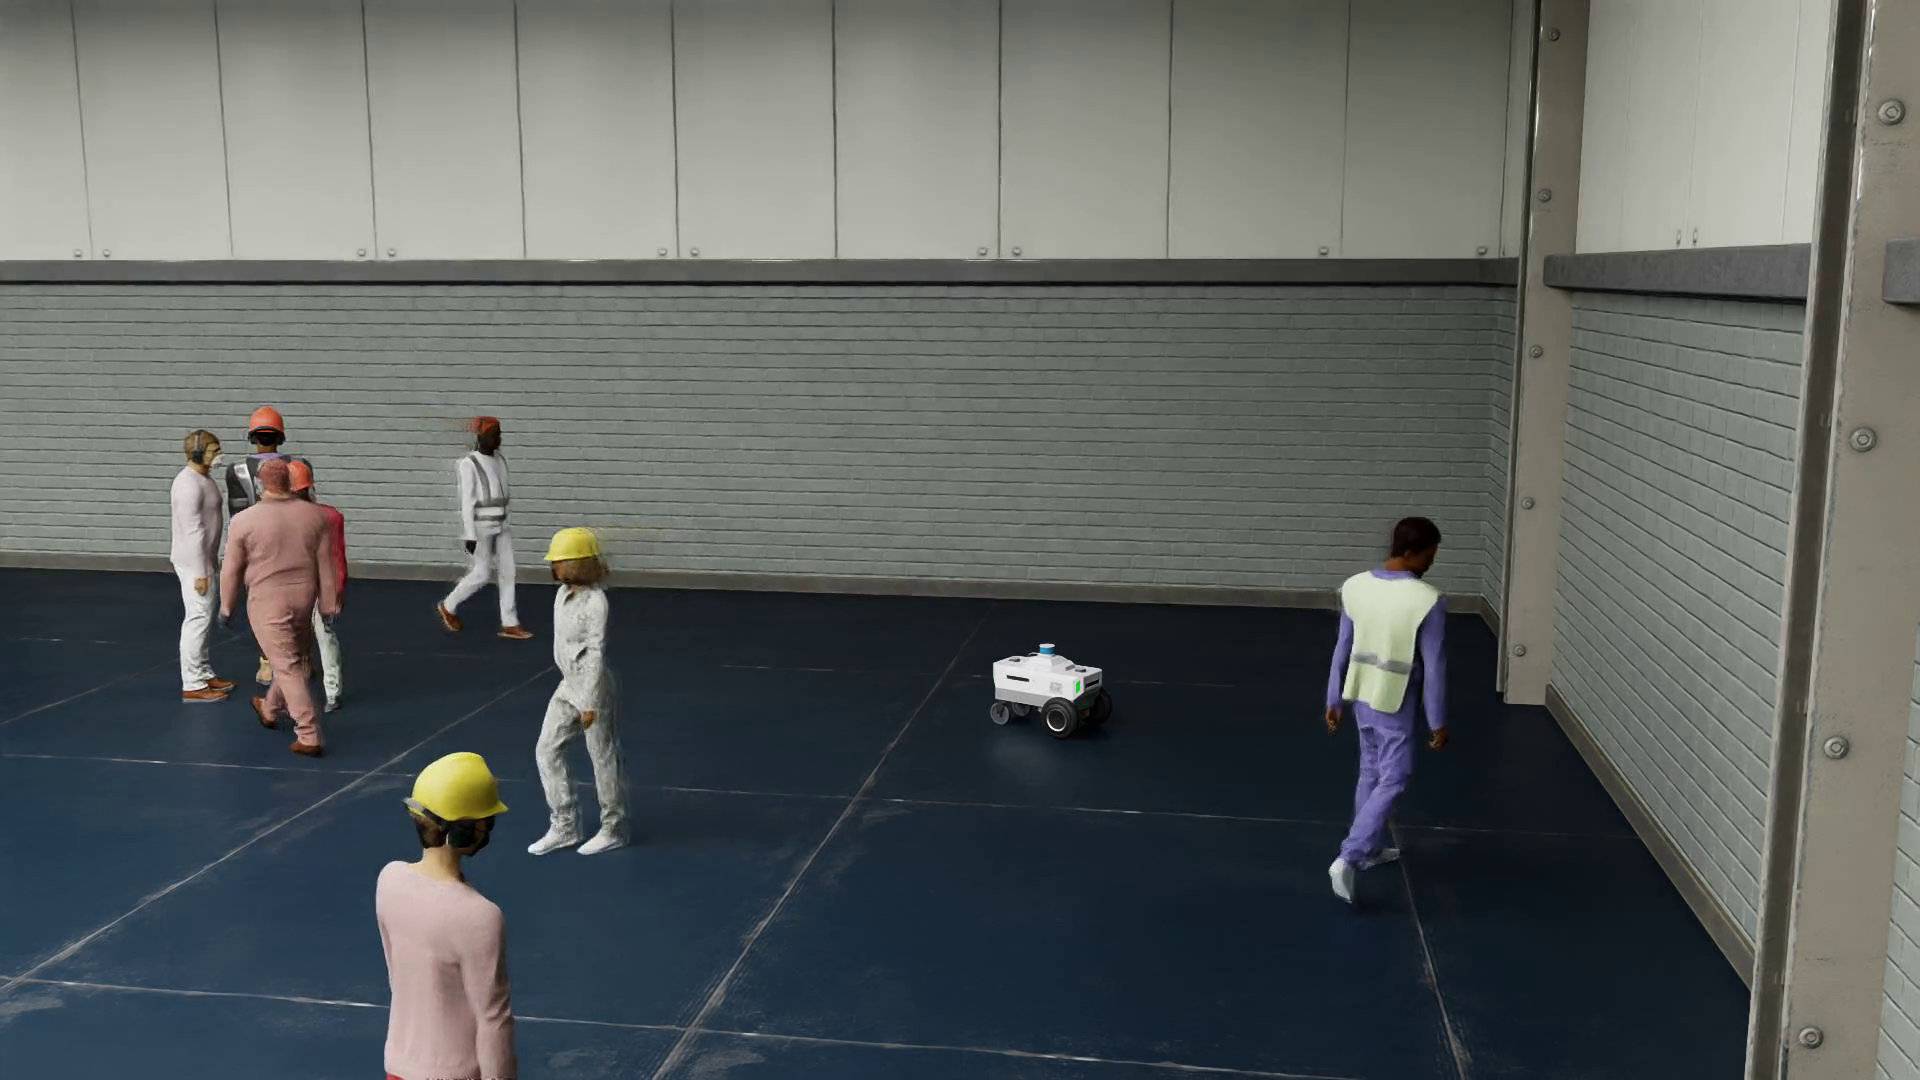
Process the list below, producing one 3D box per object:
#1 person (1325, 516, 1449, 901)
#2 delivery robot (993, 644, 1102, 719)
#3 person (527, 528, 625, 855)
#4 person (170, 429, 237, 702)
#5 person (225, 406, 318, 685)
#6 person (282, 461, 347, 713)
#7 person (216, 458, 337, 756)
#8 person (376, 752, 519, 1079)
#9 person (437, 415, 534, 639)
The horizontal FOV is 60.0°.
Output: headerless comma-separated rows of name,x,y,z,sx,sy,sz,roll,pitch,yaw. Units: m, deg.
person,2.028,0.806,8.094,0.799,1.873,0.614,-6,11,-34
delivery robot,0.575,0.932,11.030,0.707,0.478,0.477,6,11,35
person,-2.007,0.796,8.529,0.622,1.719,0.513,-8,12,-39
person,-5.358,0.178,11.759,0.389,1.929,0.627,-2,9,-14
person,-5.033,0.044,12.216,0.605,2.045,0.379,-5,10,-26
person,-4.496,0.324,11.406,0.565,1.745,0.349,-1,9,-4
person,-4.369,0.400,10.578,1.033,1.845,0.645,7,12,37
person,-1.369,1.438,4.525,0.529,1.756,0.353,7,11,36
person,-3.944,-0.105,13.728,0.779,1.860,0.577,4,10,21
